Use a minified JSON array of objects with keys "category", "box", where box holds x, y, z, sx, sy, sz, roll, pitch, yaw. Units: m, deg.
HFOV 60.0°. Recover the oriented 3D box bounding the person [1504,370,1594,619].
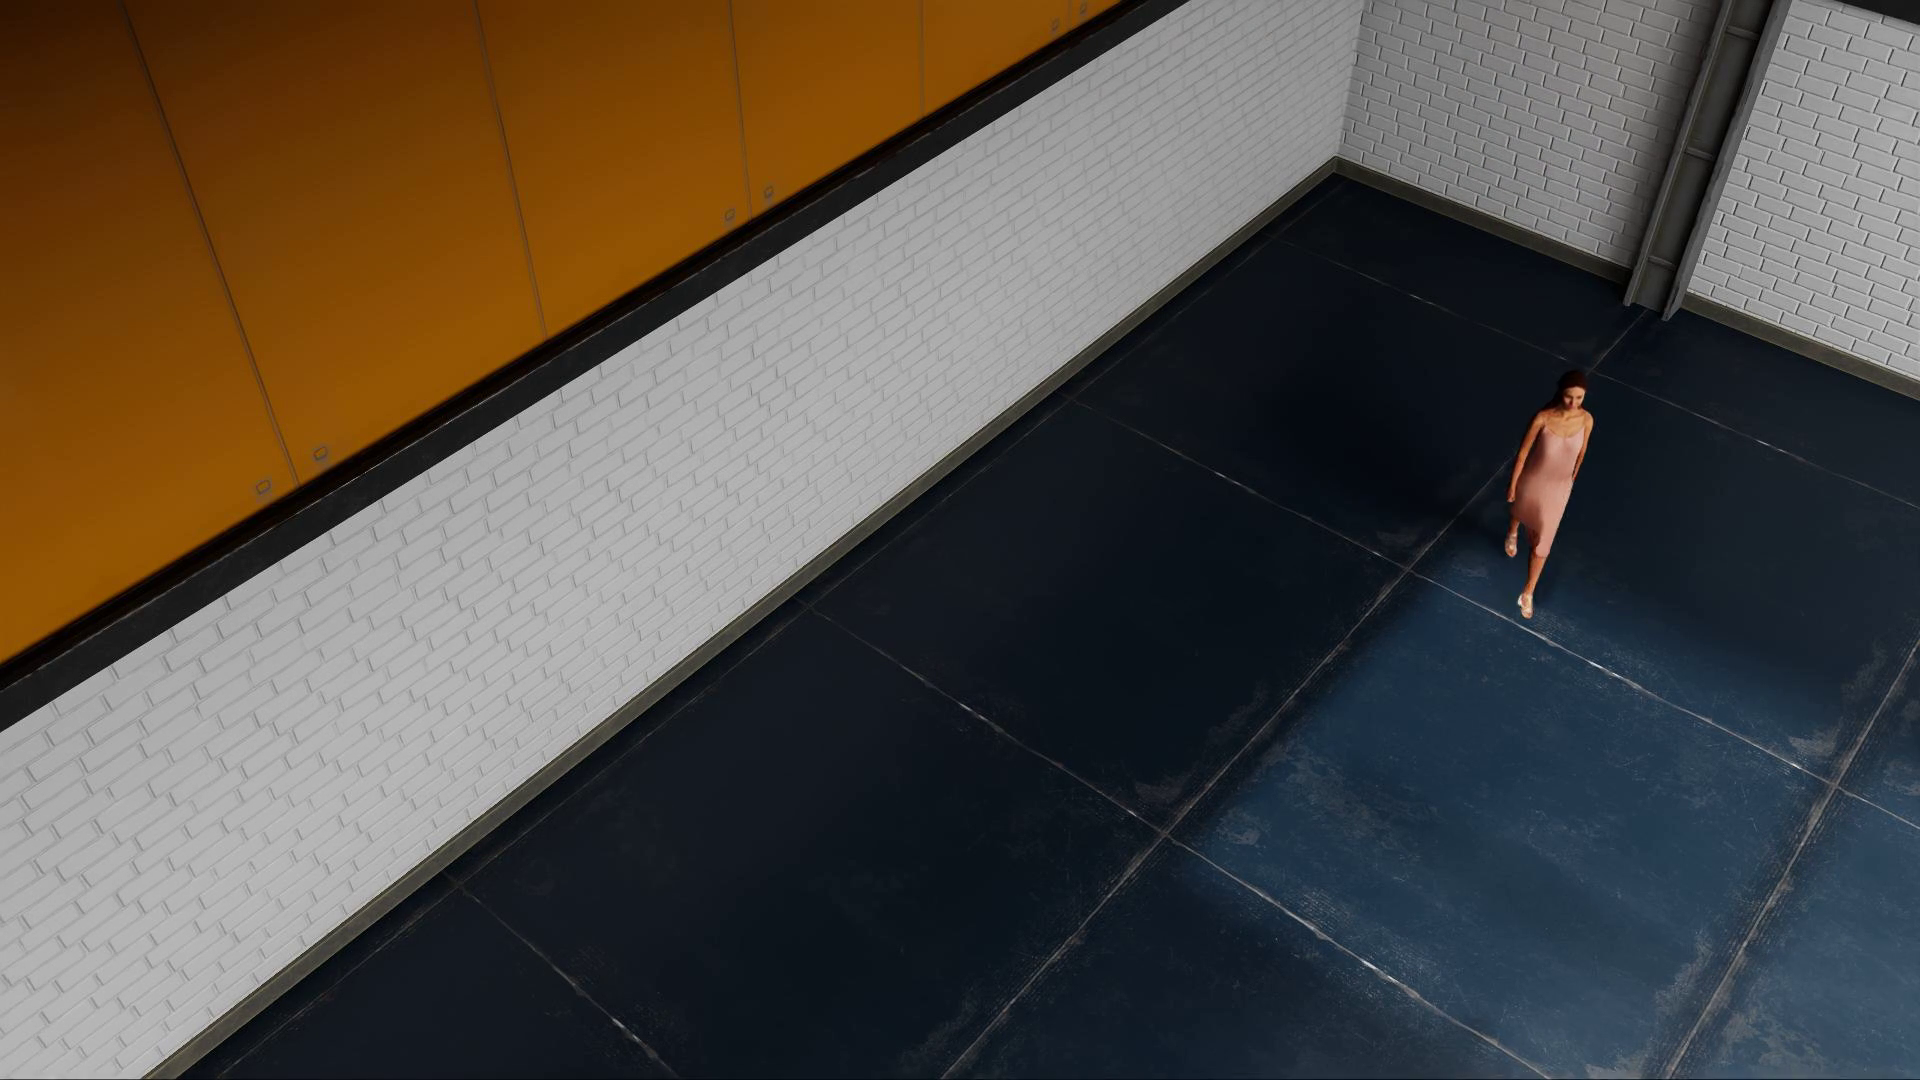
[{"category":"person","box":[3.902,-0.436,11.184,1.145,1.779,1.060,6,44,7]}]
